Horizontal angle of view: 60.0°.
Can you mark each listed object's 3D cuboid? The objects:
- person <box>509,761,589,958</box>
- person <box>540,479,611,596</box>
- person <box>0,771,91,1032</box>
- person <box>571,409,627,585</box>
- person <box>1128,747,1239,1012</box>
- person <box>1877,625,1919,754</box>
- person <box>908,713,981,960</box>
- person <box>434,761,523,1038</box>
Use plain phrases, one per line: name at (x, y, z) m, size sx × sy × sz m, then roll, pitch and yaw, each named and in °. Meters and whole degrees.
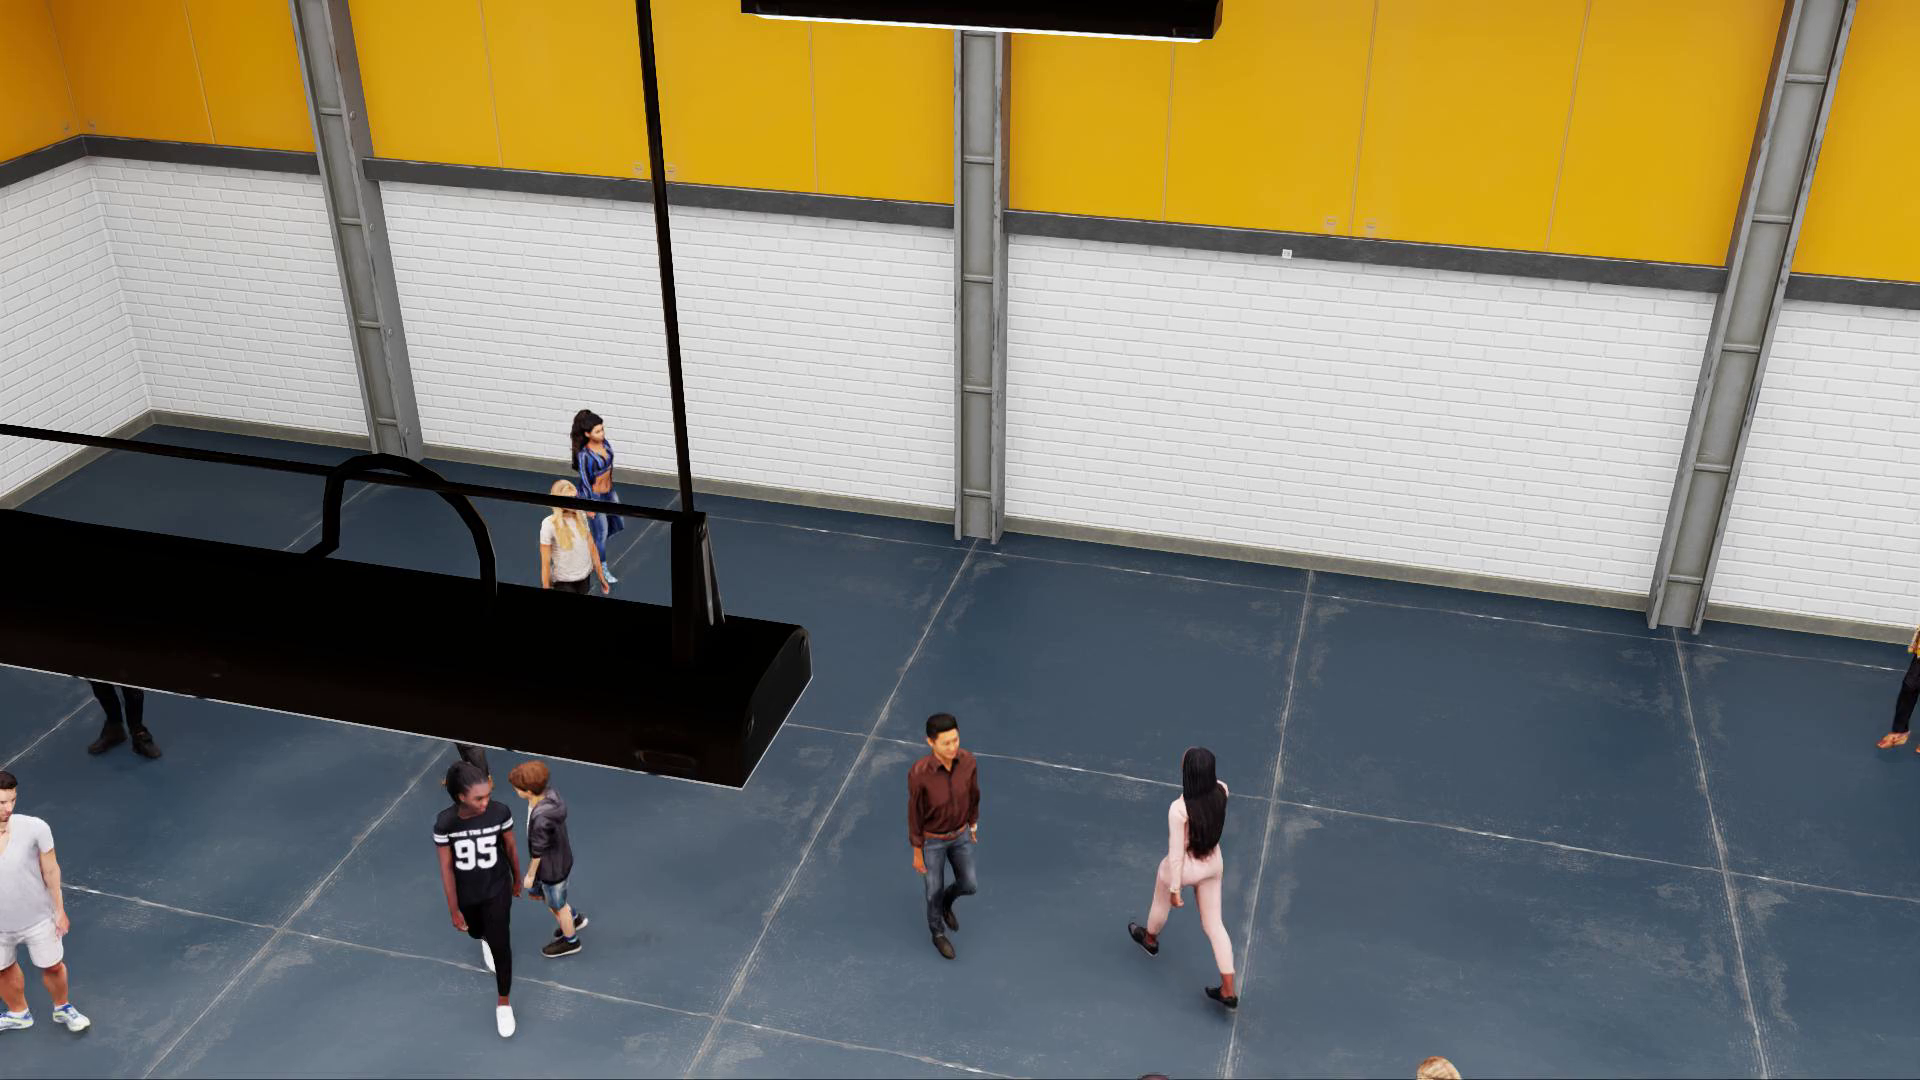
person at (-2.438, 1.951, 10.131) m, size 0.689 × 1.438 × 0.641 m, roll -6°, pitch 29°, yaw -11°
person at (-3.057, 0.325, 12.727) m, size 0.732 × 1.806 × 0.687 m, roll 14°, pitch 32°, yaw 24°
person at (-5.410, 2.099, 9.455) m, size 0.780 × 1.825 × 0.992 m, roll -3°, pitch 29°, yaw -5°
person at (-3.142, -0.369, 14.205) m, size 0.698 × 1.609 × 0.662 m, roll 11°, pitch 31°, yaw 20°
person at (1.436, 2.009, 9.777) m, size 1.124 × 1.674 × 1.226 m, roll -17°, pitch 33°, yaw -29°
person at (7.169, 0.839, 11.959) m, size 0.946 × 1.639 × 0.887 m, roll -14°, pitch 32°, yaw -24°
person at (-0.150, 1.760, 10.133) m, size 0.803 × 1.771 × 0.868 m, roll -13°, pitch 31°, yaw -22°
person at (-2.821, 2.001, 9.750) m, size 1.086 × 1.716 × 1.016 m, roll -8°, pitch 30°, yaw -15°
